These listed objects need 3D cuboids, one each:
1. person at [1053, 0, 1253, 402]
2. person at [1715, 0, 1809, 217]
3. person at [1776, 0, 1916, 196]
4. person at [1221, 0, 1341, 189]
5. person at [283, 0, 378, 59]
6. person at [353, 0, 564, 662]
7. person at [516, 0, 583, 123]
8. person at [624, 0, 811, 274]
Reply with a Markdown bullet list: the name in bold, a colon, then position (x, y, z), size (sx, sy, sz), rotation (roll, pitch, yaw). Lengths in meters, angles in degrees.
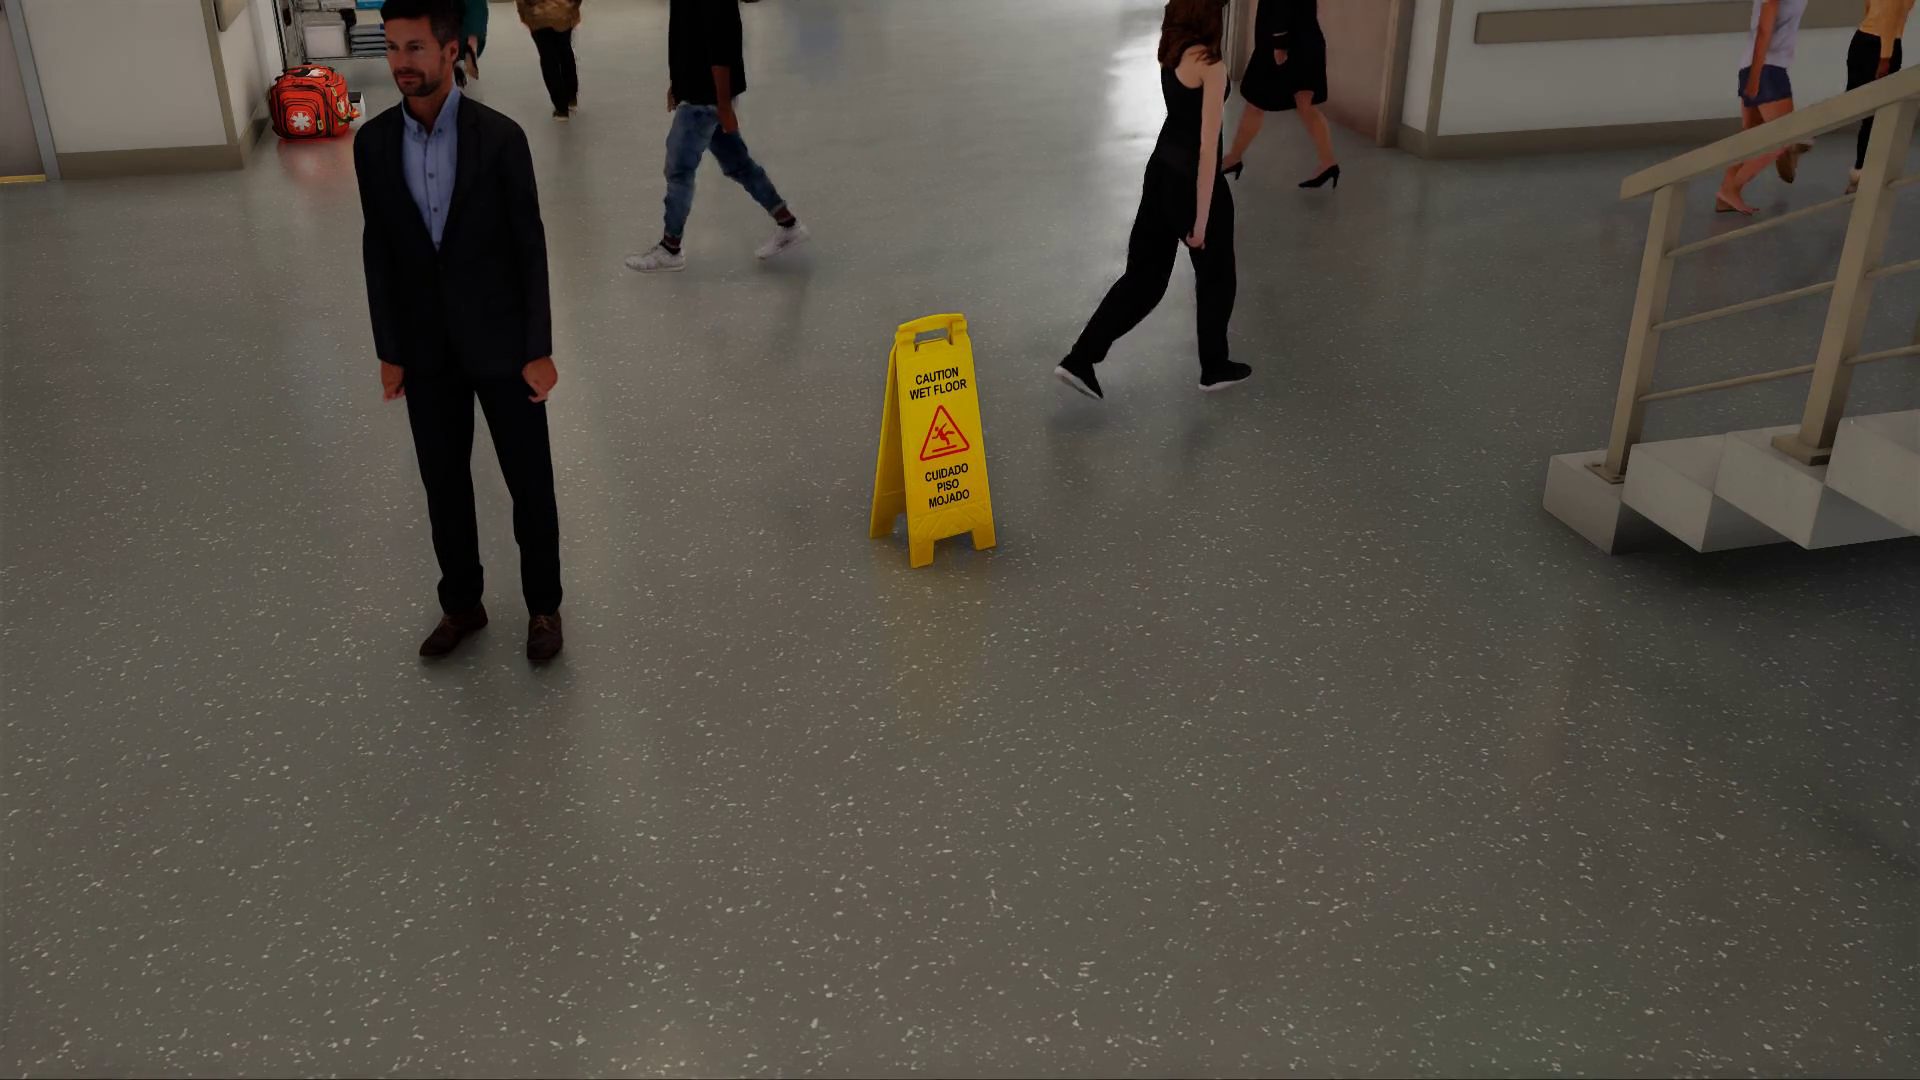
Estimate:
- **person**: position (0.758, -1.311, 6.336), size (0.870, 1.713, 1.142), rotation (-15, 29, -28)
- **person**: position (4.291, -2.557, 9.037), size (0.752, 1.610, 0.679), rotation (11, 28, 21)
- **person**: position (5.124, -2.780, 9.456), size (0.839, 1.648, 0.954), rotation (2, 26, 4)
- **person**: position (1.943, -2.768, 9.459), size (1.191, 1.623, 1.124), rotation (15, 29, 28)
- **person**: position (-5.264, -4.746, 13.453), size (0.822, 1.717, 1.083), rotation (0, 26, -1)
- **person**: position (-1.347, -0.539, 4.557), size (0.705, 1.866, 0.669), rotation (0, 26, 1)
- **person**: position (-2.799, -3.575, 11.358), size (0.652, 1.428, 0.824), rotation (-11, 28, -22)
- **person**: position (-1.132, -2.186, 8.075), size (0.819, 1.777, 1.124), rotation (-4, 26, -9)
